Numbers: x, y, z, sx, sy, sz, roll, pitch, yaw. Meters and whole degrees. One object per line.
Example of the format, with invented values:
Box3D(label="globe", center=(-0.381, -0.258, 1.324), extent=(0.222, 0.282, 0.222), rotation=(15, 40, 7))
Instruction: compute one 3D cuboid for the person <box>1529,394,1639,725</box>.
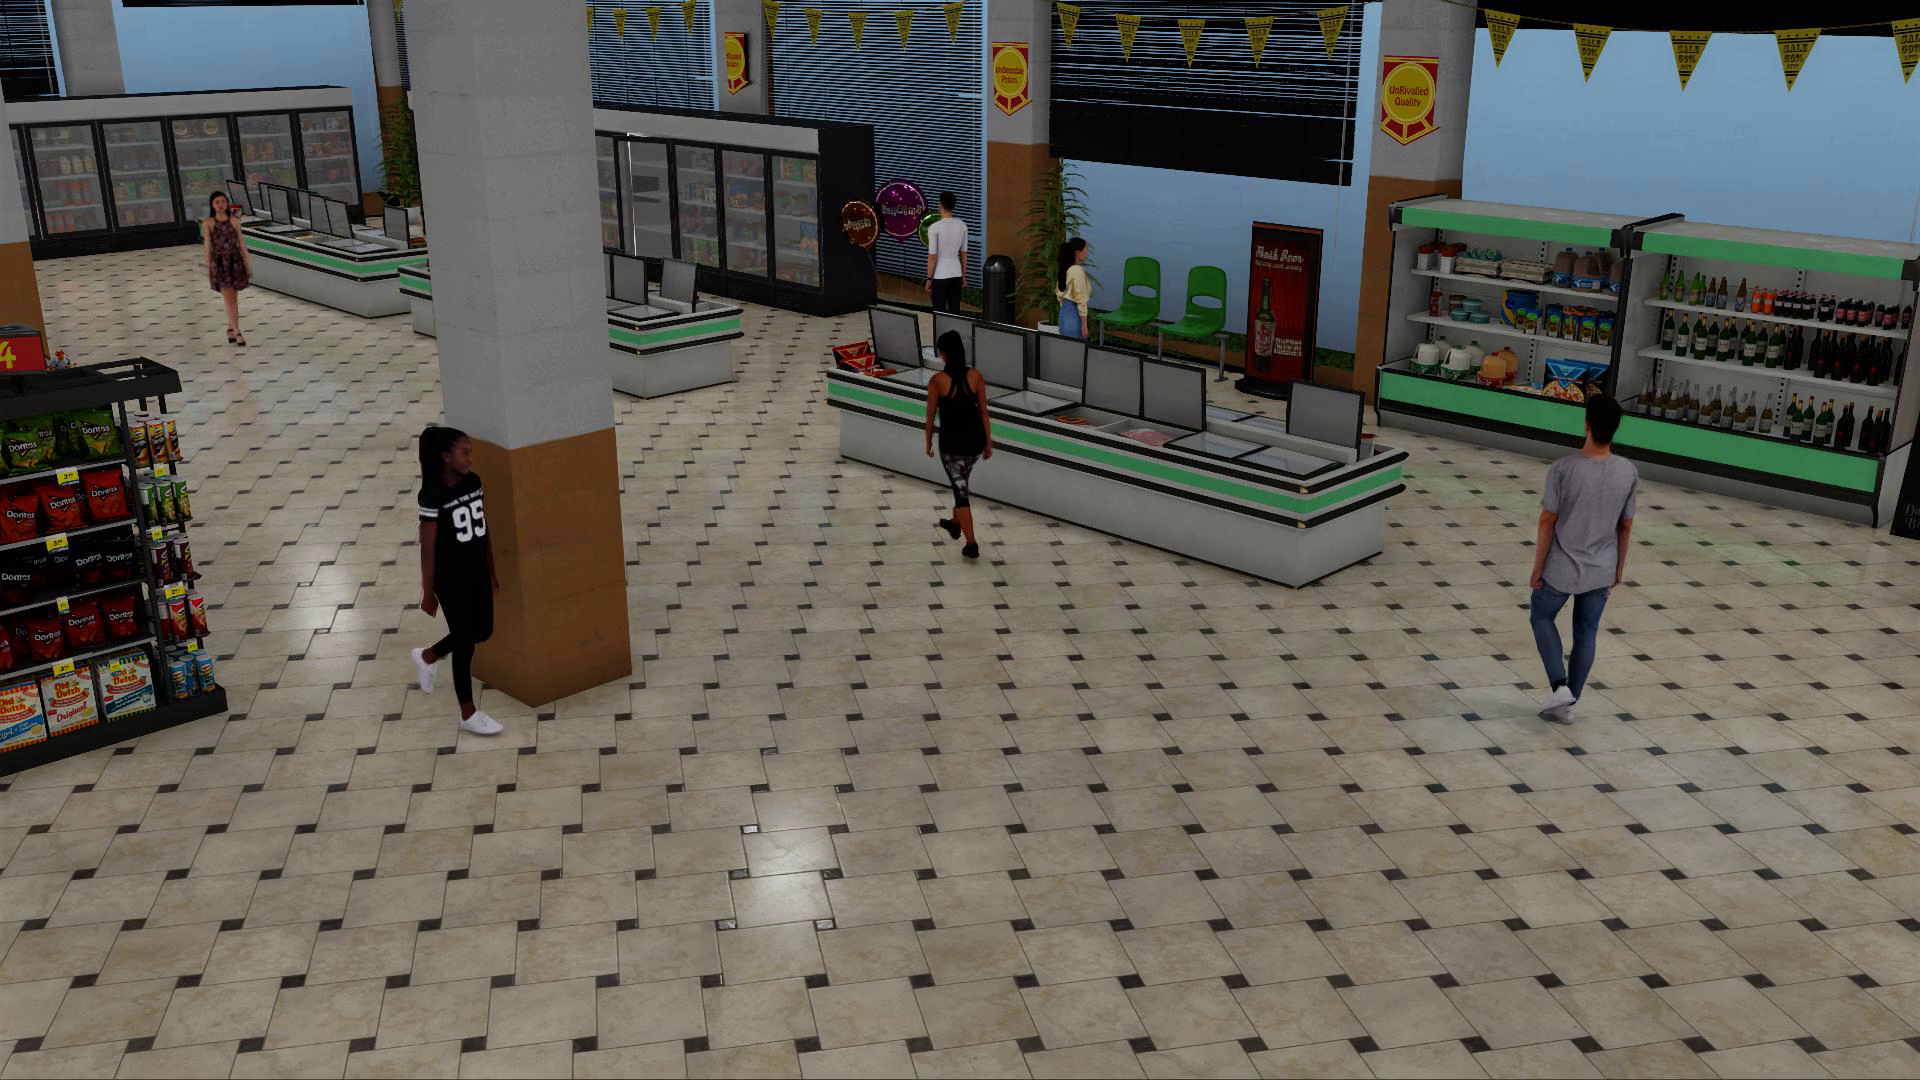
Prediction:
Box3D(label="person", center=(3.431, 0.170, 9.150), extent=(0.859, 1.845, 0.923), rotation=(1, 19, 2))

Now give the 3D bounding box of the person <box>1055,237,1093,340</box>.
Box3D(label="person", center=(1.113, -2.171, 16.424), extent=(0.773, 1.633, 0.630), rotation=(-8, 20, -22))

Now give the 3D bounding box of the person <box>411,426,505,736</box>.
Box3D(label="person", center=(-2.836, 0.207, 9.232), extent=(1.038, 1.722, 0.853), rotation=(8, 20, 21))

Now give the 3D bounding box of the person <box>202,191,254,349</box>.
Box3D(label="person", center=(-8.339, -3.064, 18.896), extent=(0.703, 1.746, 1.017), rotation=(-13, 23, -35))

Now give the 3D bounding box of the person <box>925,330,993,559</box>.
Box3D(label="person", center=(0.039, -0.670, 11.972), extent=(0.853, 1.633, 1.075), rotation=(-5, 19, -15))

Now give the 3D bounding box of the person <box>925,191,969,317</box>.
Box3D(label="person", center=(-0.142, -2.888, 18.211), extent=(0.715, 1.851, 0.622), rotation=(-12, 22, -32))
